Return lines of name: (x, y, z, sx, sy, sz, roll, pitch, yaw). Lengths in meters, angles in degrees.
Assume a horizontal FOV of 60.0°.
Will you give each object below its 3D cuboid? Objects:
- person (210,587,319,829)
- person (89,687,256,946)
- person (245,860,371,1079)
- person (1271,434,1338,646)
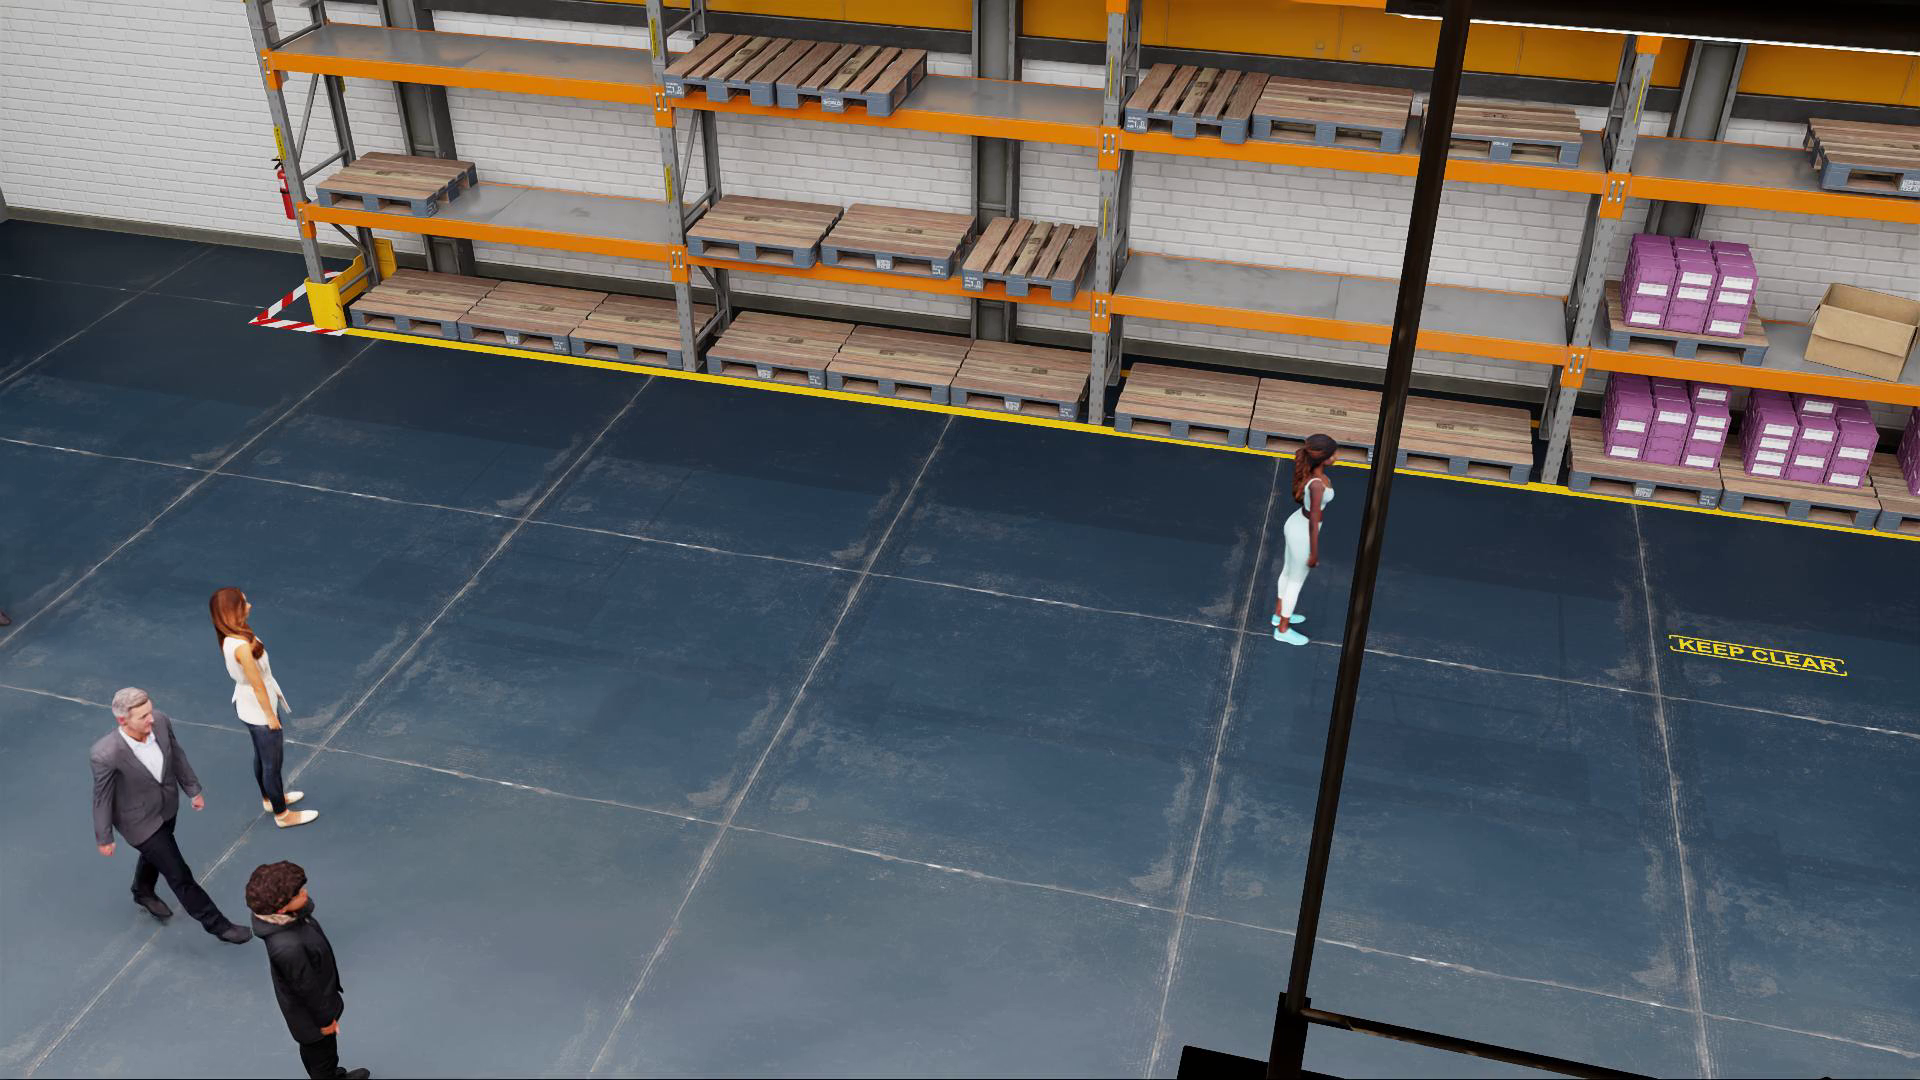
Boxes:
person: (-4.441, 1.051, 10.480, 0.743, 1.784, 0.665, -21, 39, -29)
person: (-4.770, 1.587, 9.681, 1.183, 1.776, 0.778, 11, 35, 16)
person: (-3.354, 2.341, 8.544, 0.779, 1.779, 0.717, -19, 38, -26)
person: (2.506, -0.023, 12.150, 0.618, 1.724, 0.615, -2, 34, -2)
